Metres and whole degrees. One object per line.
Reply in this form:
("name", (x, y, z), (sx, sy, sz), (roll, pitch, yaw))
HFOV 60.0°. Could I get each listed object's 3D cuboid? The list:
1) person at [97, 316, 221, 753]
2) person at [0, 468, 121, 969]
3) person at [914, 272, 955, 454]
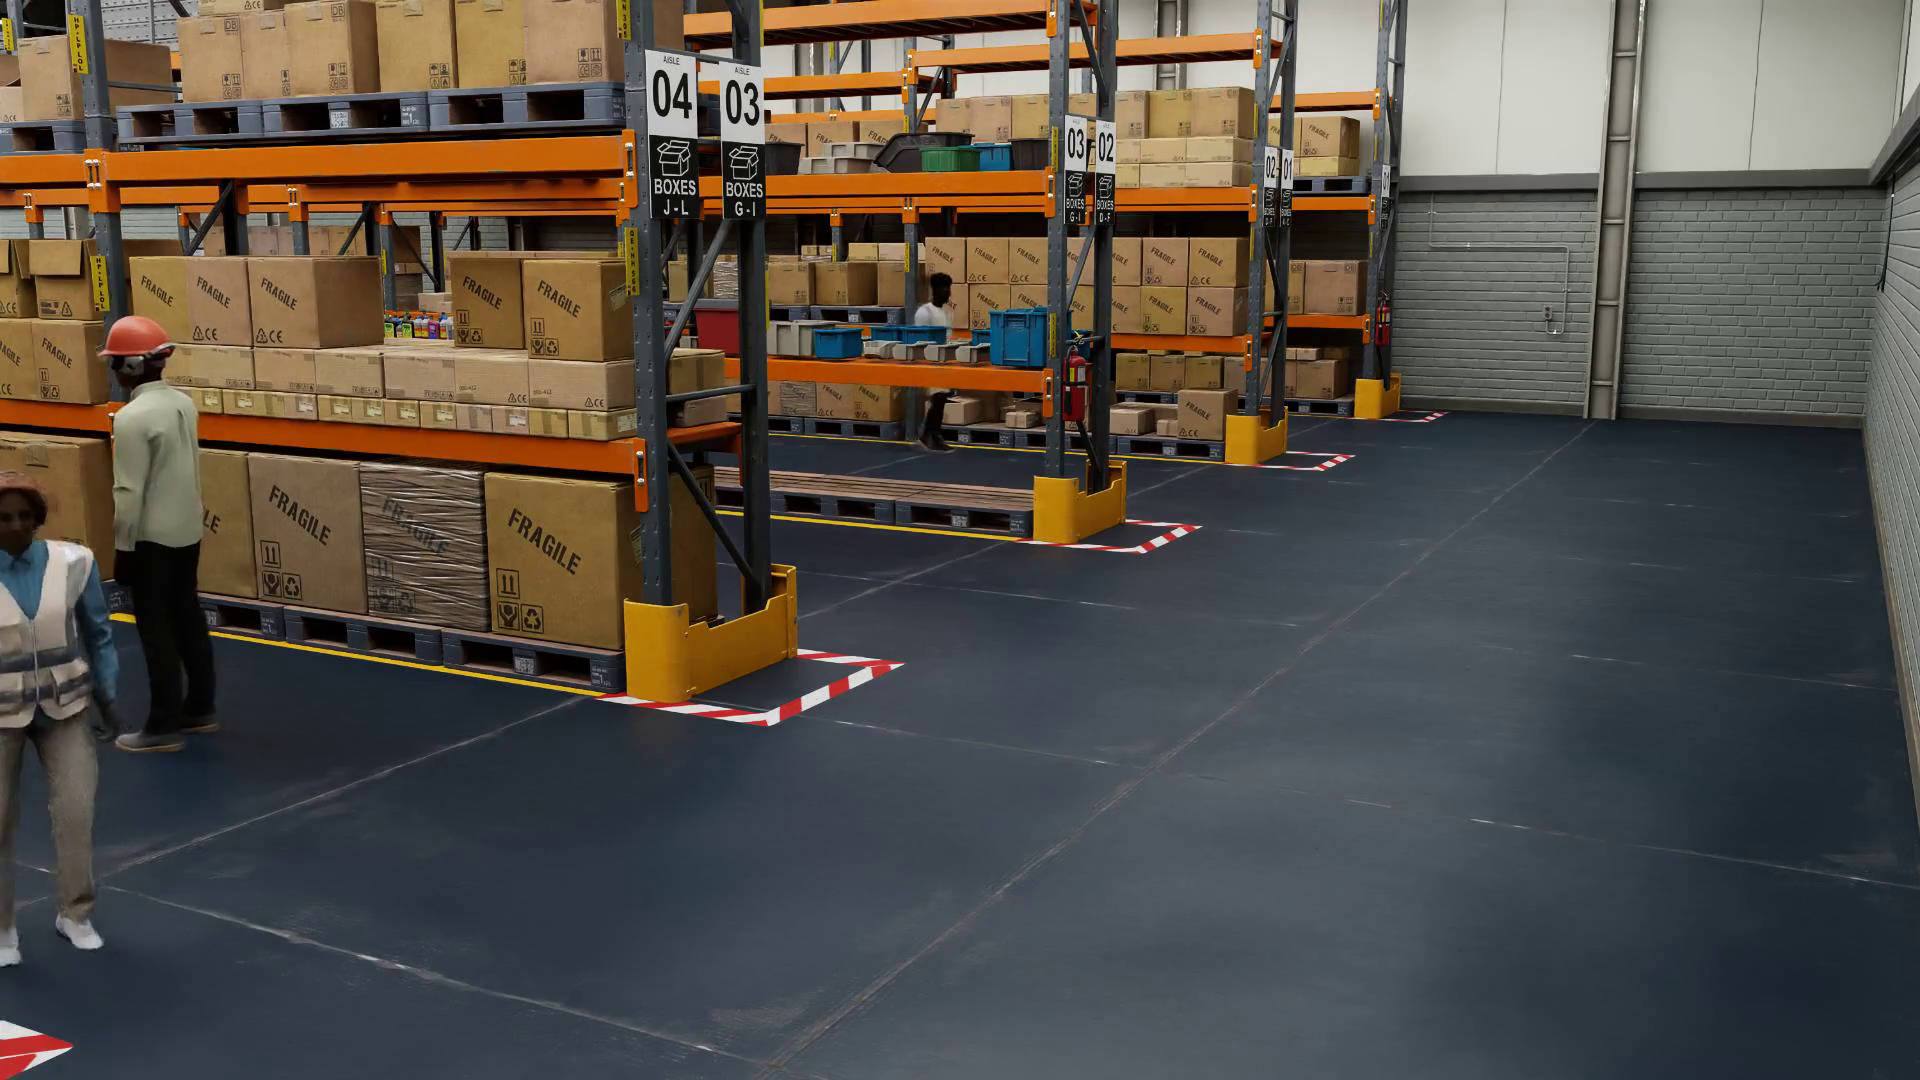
("person", (-3.683, -0.026, 7.628), (0.392, 1.989, 0.607), (0, 10, 1))
("person", (-3.012, 0.573, 5.388), (0.545, 1.631, 0.328), (-10, 14, -43))
("person", (-0.235, -1.889, 17.861), (0.407, 1.953, 0.644), (6, 12, 29))
